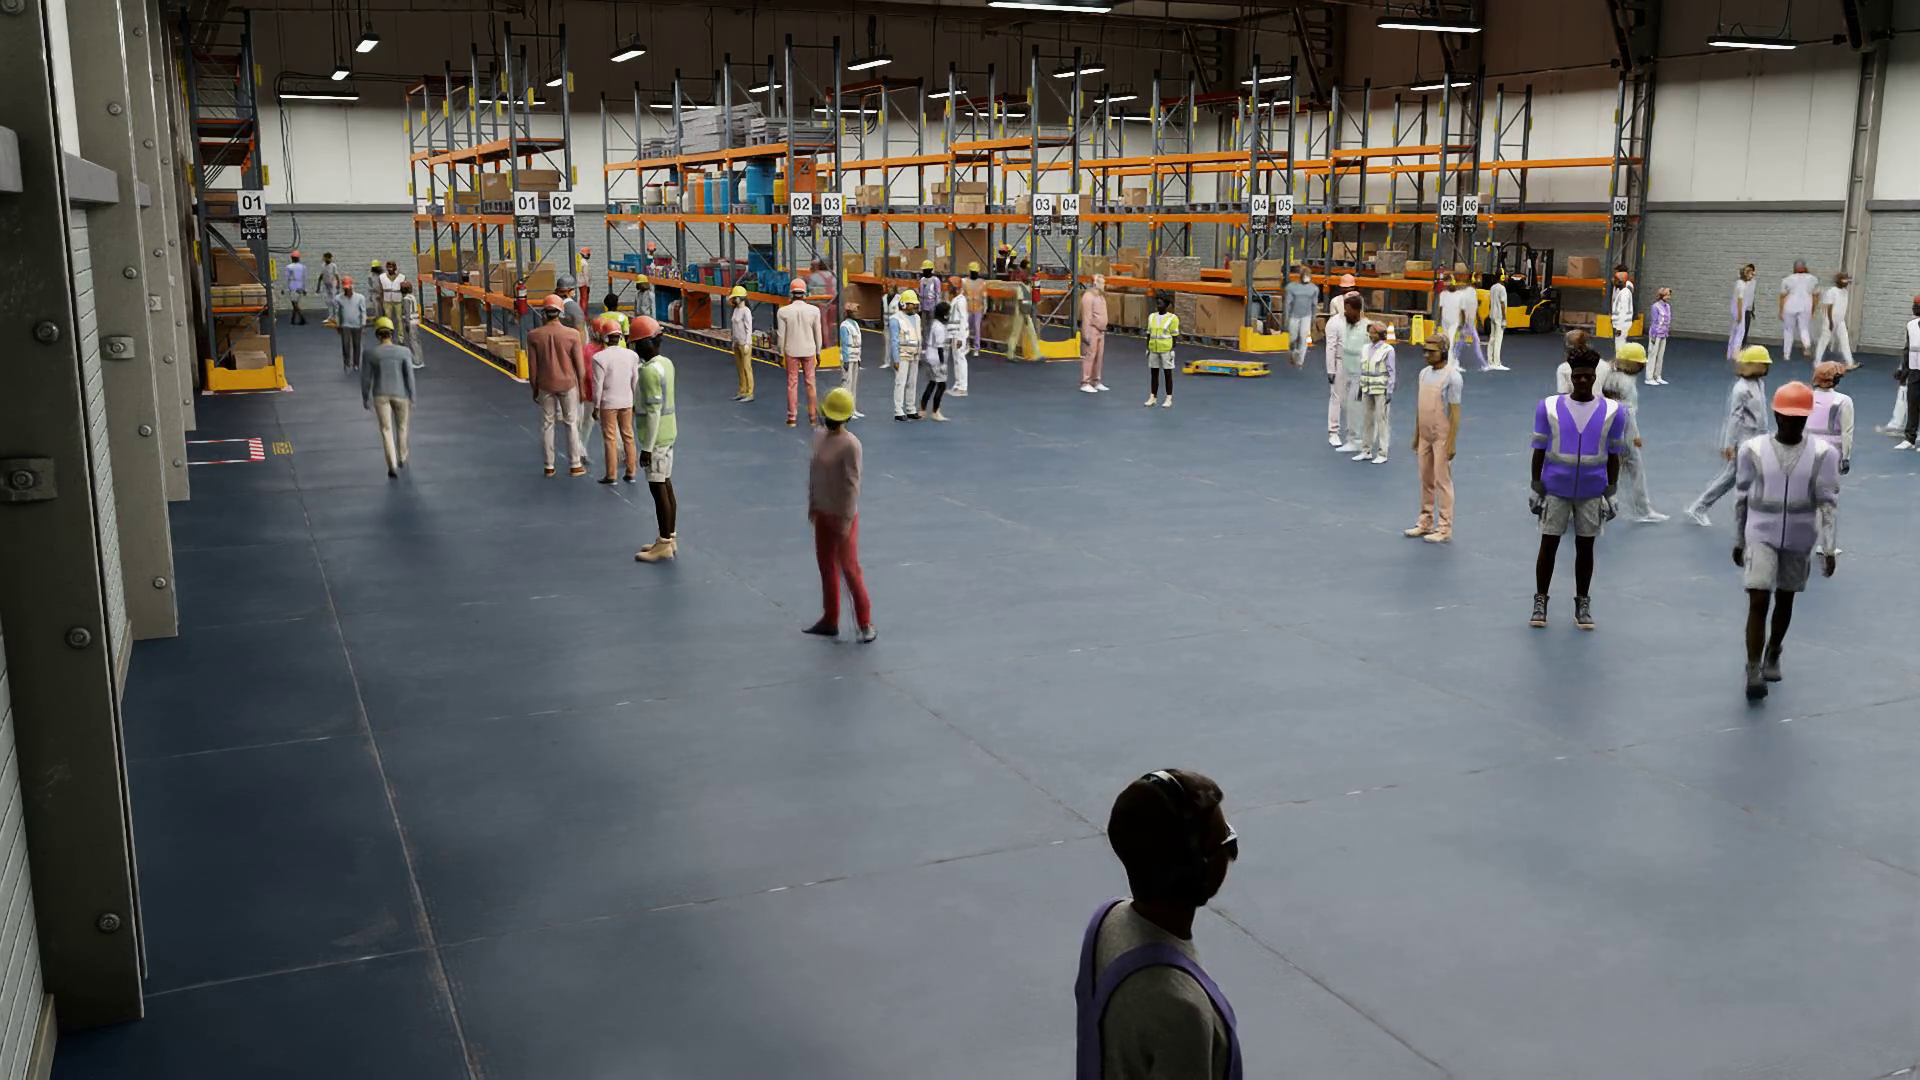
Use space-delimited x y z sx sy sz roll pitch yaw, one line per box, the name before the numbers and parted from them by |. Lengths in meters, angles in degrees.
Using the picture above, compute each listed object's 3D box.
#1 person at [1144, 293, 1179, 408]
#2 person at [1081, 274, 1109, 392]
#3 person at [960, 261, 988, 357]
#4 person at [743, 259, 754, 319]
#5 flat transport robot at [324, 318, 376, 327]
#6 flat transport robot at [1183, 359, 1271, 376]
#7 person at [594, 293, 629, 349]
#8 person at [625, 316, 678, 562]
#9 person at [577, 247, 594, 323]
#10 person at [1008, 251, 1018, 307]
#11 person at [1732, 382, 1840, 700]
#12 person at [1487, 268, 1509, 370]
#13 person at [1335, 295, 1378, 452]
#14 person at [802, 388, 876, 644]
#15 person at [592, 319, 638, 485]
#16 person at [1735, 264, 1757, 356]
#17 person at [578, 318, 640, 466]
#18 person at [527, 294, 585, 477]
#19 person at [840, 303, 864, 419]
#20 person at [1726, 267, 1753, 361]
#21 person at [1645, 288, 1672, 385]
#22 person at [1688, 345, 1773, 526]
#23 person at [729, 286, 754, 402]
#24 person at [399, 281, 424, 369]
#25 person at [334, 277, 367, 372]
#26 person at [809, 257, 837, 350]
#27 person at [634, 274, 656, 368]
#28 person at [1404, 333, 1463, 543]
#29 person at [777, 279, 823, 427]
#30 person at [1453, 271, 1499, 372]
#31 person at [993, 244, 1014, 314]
person | 2.989 -2.815 24.712 0.533 1.698 0.318 8 14 36
person | 2.190 -3.331 26.835 0.400 1.901 0.654 7 13 30
person | 0.262 -4.661 33.532 0.611 1.910 0.590 -1 11 -5
person | -5.773 -6.794 45.094 0.268 1.632 0.506 -8 14 -35
flat transport robot | -15.419 -5.558 42.287 0.652 0.197 1.431 4 12 21
flat transport robot | 4.768 -3.089 29.740 1.431 0.197 0.652 8 14 36
person | -5.138 -2.801 24.631 0.538 1.698 0.319 1 11 4
person | -2.550 -0.833 13.785 0.389 2.034 0.605 0 11 2
person | -9.834 -6.692 43.699 0.415 1.985 0.612 -6 13 -27
person | 1.595 -7.722 49.497 0.330 1.758 0.527 -4 12 -21
person | 4.927 0.000 9.952 0.565 1.882 1.004 4 12 20
person | 9.933 -4.069 30.645 0.328 1.872 0.513 -2 11 -11
person | 4.851 -2.016 20.150 0.606 1.894 0.620 -5 12 -23
person | -0.816 -0.164 11.174 0.350 1.728 0.634 -8 14 -35
person | -3.686 -1.470 17.732 0.573 1.750 0.332 -11 15 -44
person | 15.720 -4.589 33.297 0.536 1.866 0.312 -4 12 -19
person | -4.072 -1.674 18.907 0.883 1.698 0.547 7 13 31
person | -4.400 -1.682 18.196 0.611 1.994 0.379 -1 11 -4
person | -1.540 -2.514 23.356 0.310 1.631 0.510 3 12 15
person | 15.221 -4.401 32.431 0.364 1.835 0.531 3 12 16
person | 11.757 -3.422 27.973 0.514 1.631 0.312 -9 15 -40
person | 7.067 -0.918 15.048 0.838 1.705 0.486 9 14 39
person | -3.354 -2.993 25.445 0.312 1.768 0.530 -7 13 -32
person | -10.180 -3.978 30.819 0.323 1.628 0.528 -1 11 -7
person | -11.049 -3.899 30.170 0.561 1.716 0.773 -4 12 -18
person | -2.812 -4.923 34.548 0.681 2.000 1.069 -4 12 -21
person | -5.856 -4.044 30.841 0.490 1.743 0.324 8 13 34
person | 4.177 -0.895 14.608 0.338 1.838 0.506 -5 12 -23
person | -2.166 -2.528 22.494 0.610 1.995 0.375 -3 11 -14
person | 9.354 -3.953 30.163 0.941 1.823 0.541 5 12 24
person | 1.146 -6.858 44.377 0.613 2.041 0.393 4 12 20
